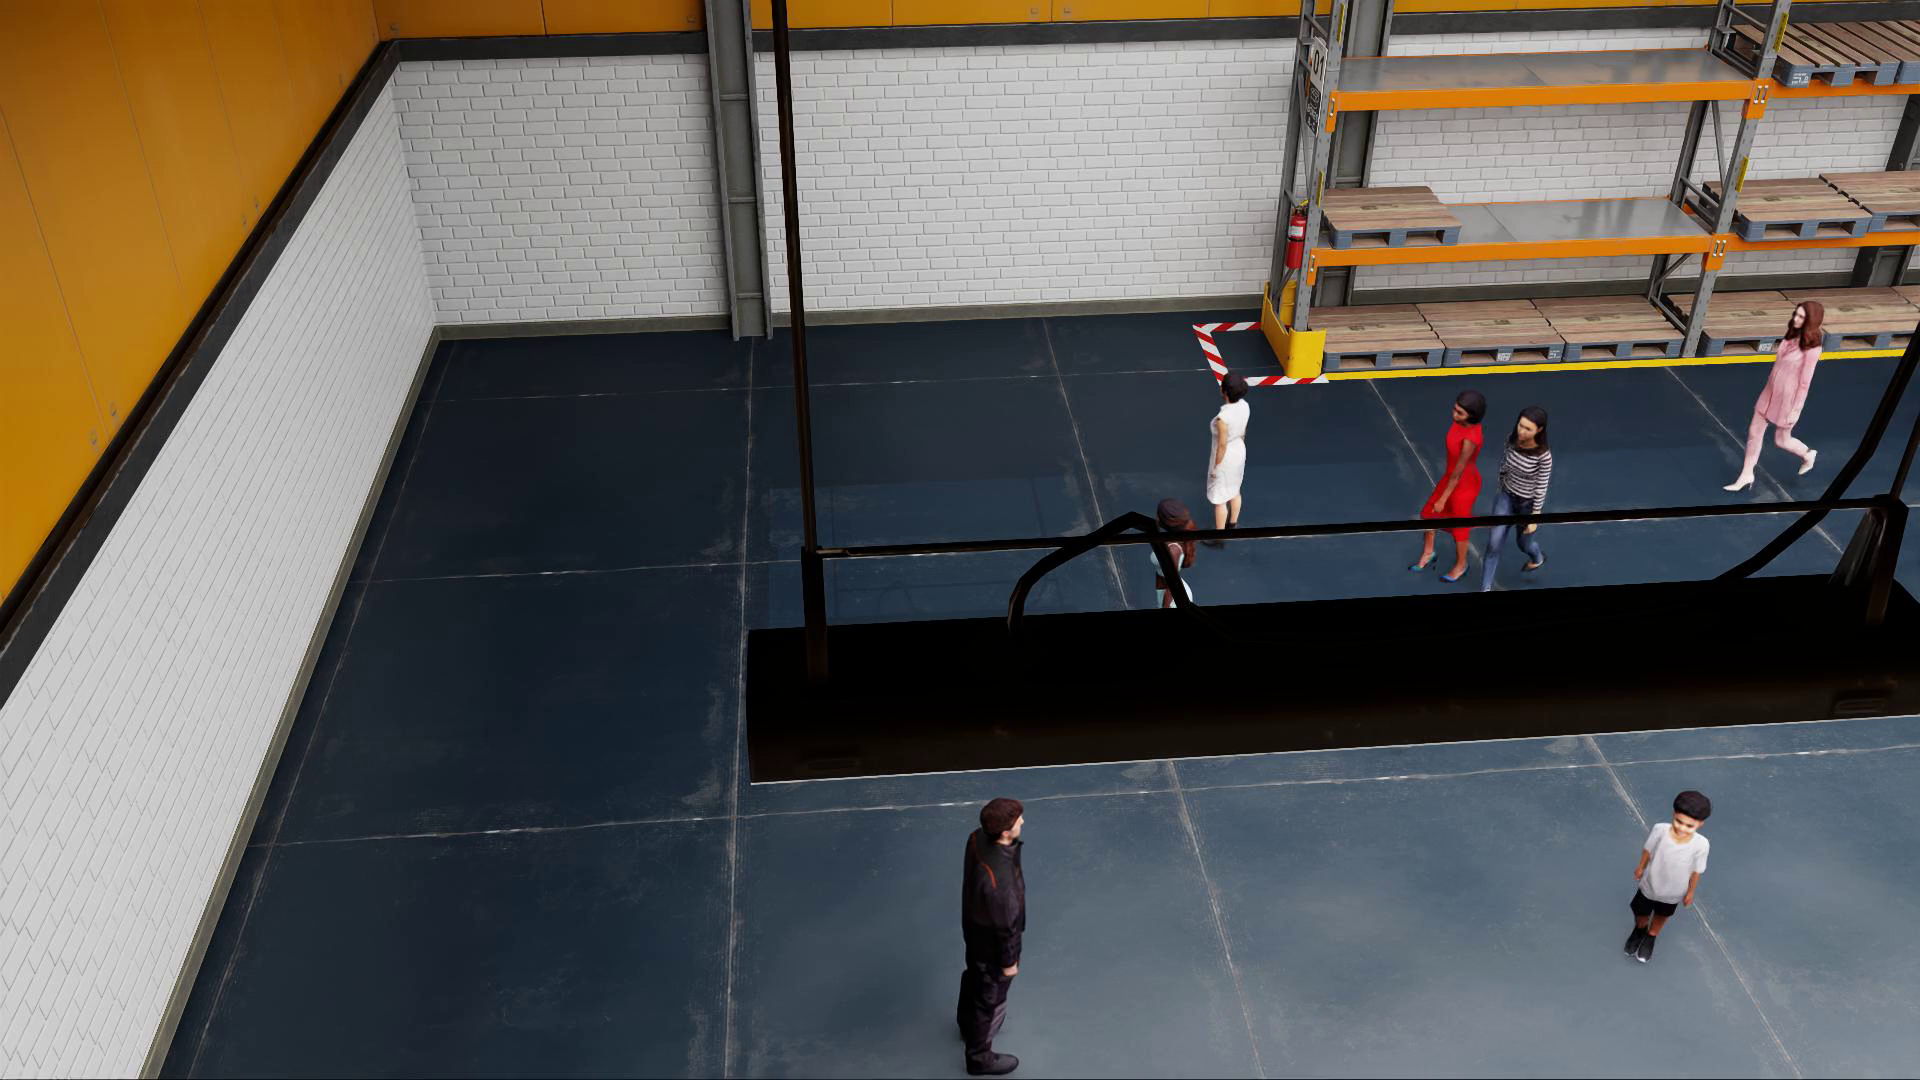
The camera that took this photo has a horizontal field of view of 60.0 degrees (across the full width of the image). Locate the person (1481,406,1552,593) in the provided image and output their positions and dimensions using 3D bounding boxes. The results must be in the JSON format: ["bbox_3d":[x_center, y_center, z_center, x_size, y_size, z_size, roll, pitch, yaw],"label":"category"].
[{"bbox_3d":[4.287,-0.255,12.636,1.124,1.752,0.989,-23,40,-30],"label":"person"}]

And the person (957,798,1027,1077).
[{"bbox_3d":[0.153,2.127,8.978,0.611,1.834,0.742,-6,34,-9],"label":"person"}]

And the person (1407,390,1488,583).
[{"bbox_3d":[3.940,-0.386,12.856,0.680,1.726,0.588,-2,34,-2],"label":"person"}]

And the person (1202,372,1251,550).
[{"bbox_3d":[2.156,-0.644,13.400,0.700,1.554,0.638,25,41,33],"label":"person"}]

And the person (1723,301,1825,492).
[{"bbox_3d":[7.017,-1.179,14.003,1.048,1.778,0.672,-5,34,-8],"label":"person"}]

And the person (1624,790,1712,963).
[{"bbox_3d":[4.178,1.940,9.784,0.566,1.253,0.644,19,38,26],"label":"person"}]

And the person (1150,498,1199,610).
[{"bbox_3d":[1.473,0.452,11.597,0.644,1.725,0.641,10,35,15],"label":"person"}]
